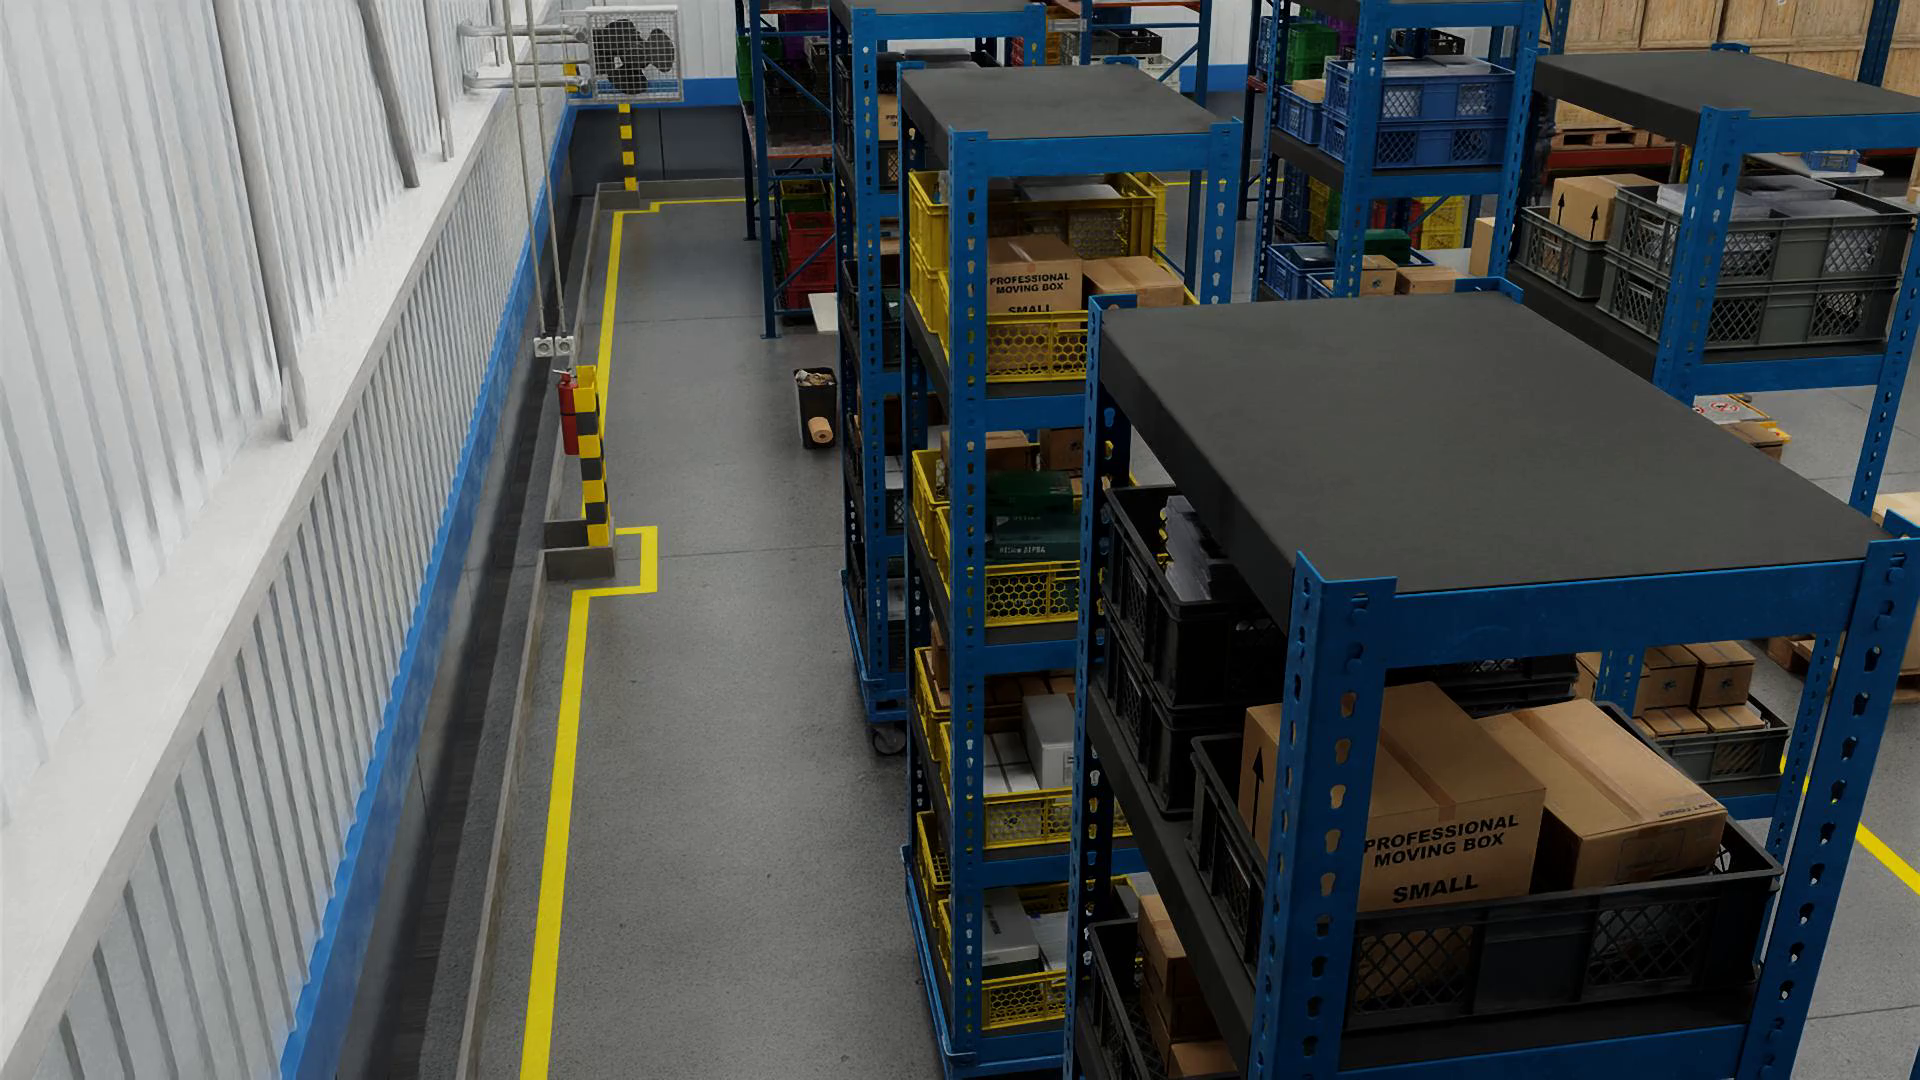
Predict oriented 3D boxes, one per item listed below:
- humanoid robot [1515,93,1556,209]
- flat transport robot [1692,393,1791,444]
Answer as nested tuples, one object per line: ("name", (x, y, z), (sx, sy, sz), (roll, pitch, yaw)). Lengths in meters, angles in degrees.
("humanoid robot", (6.289, -4.392, 18.142), (0.331, 1.657, 0.600), (0, 25, 0))
("flat transport robot", (5.224, -0.859, 12.132), (1.431, 0.197, 0.652), (-4, 25, -8))
